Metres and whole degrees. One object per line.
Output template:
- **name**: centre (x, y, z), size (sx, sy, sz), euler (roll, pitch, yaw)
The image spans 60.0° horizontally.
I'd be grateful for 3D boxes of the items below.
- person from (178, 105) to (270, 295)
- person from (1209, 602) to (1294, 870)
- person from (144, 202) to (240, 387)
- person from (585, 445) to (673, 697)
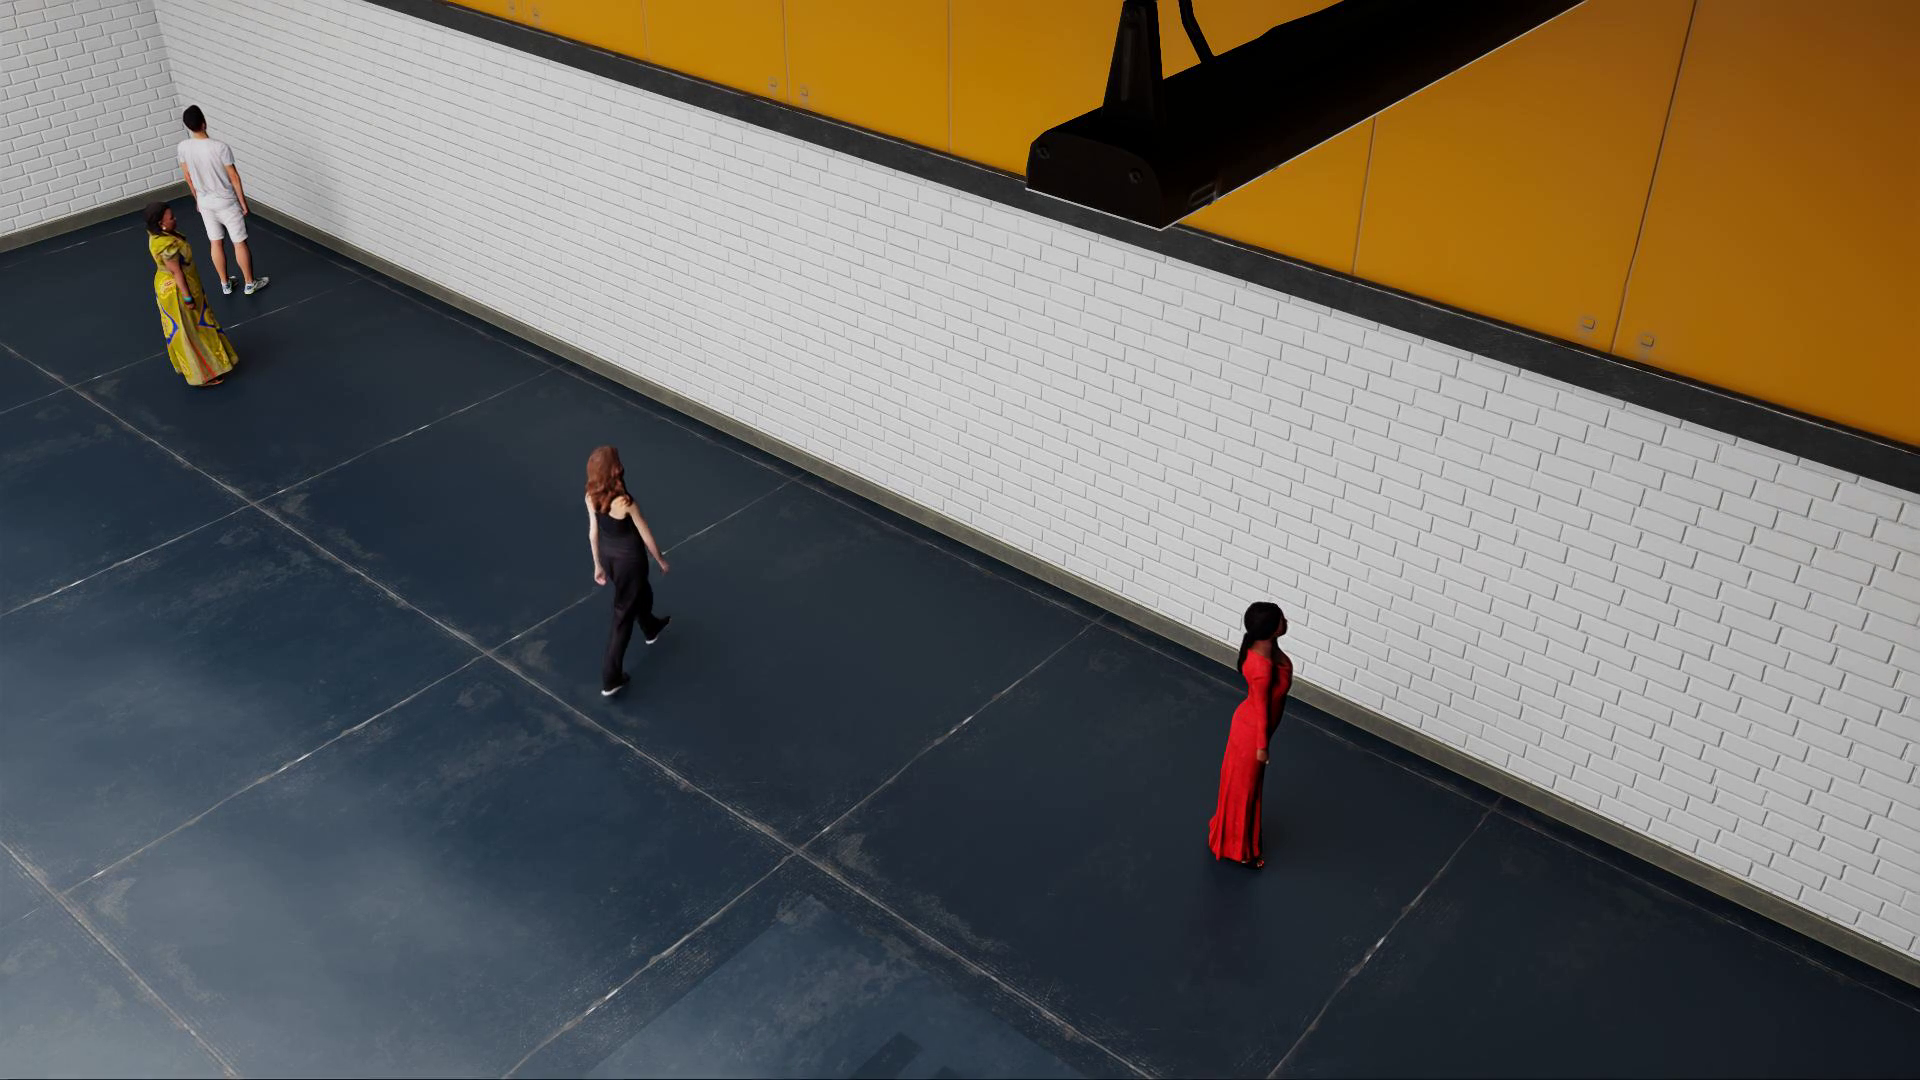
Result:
- **person**: centre (-7.068, -3.231, 15.838), size (0.767, 1.858, 0.786), euler (2, 34, 4)
- **person**: centre (1.658, 1.091, 9.416), size (0.776, 1.779, 0.681), euler (5, 34, 8)
- **person**: centre (-6.744, -2.138, 14.381), size (0.897, 1.661, 0.943), euler (-20, 39, -27)
- **person**: centre (-2.220, 0.222, 10.780), size (0.725, 1.706, 1.154), euler (16, 37, 23)
